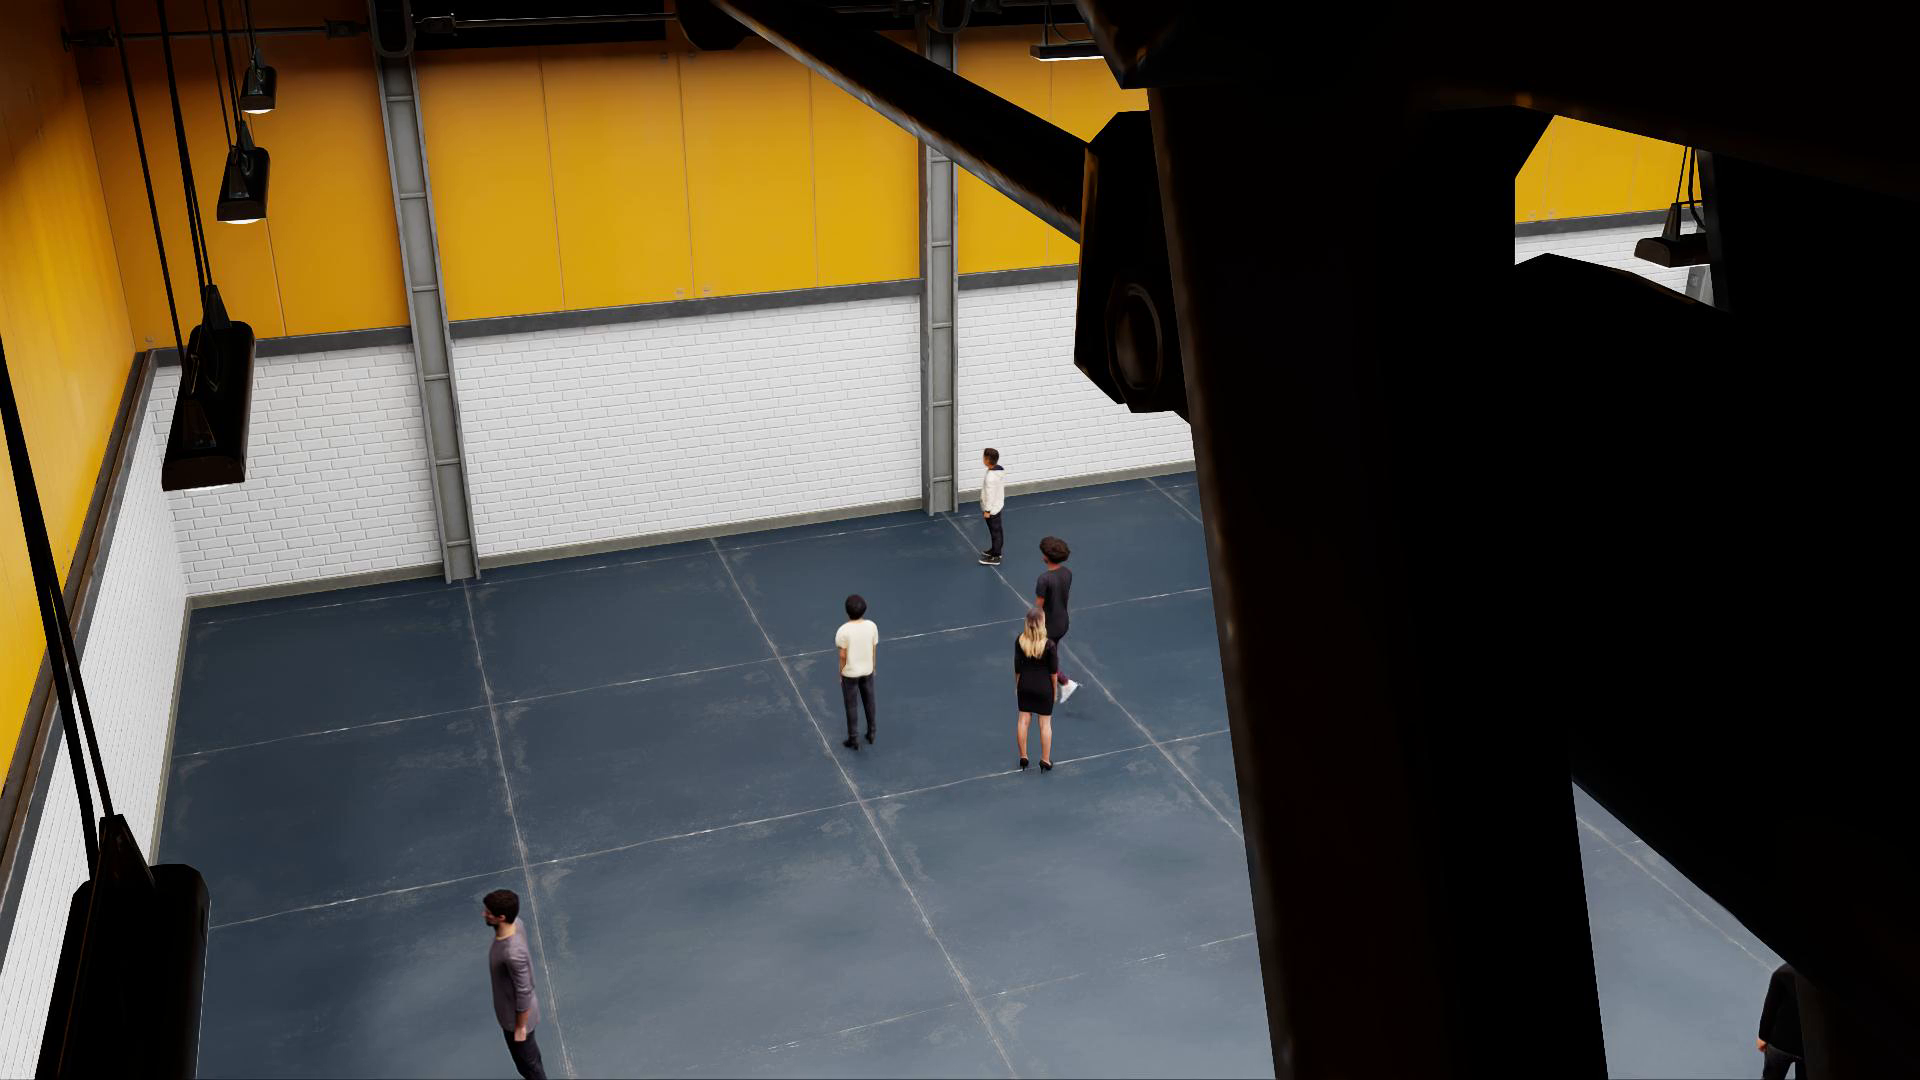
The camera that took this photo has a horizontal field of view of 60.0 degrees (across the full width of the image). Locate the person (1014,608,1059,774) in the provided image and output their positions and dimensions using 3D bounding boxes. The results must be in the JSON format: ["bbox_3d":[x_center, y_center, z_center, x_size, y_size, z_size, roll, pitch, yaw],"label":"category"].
[{"bbox_3d":[0.698,1.390,15.415,0.587,1.676,0.670,8,25,17],"label":"person"}]

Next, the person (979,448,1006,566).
[{"bbox_3d":[0.407,-0.415,19.827,0.677,1.451,0.659,5,24,11],"label":"person"}]

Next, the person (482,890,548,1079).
[{"bbox_3d":[-2.978,3.136,11.202,0.511,1.852,0.661,-8,25,-18],"label":"person"}]

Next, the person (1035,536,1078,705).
[{"bbox_3d":[0.953,0.826,16.592,0.954,1.768,0.942,17,29,34],"label":"person"}]

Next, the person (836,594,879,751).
[{"bbox_3d":[-0.980,1.252,15.842,0.471,1.588,0.687,-13,27,-27],"label":"person"}]
